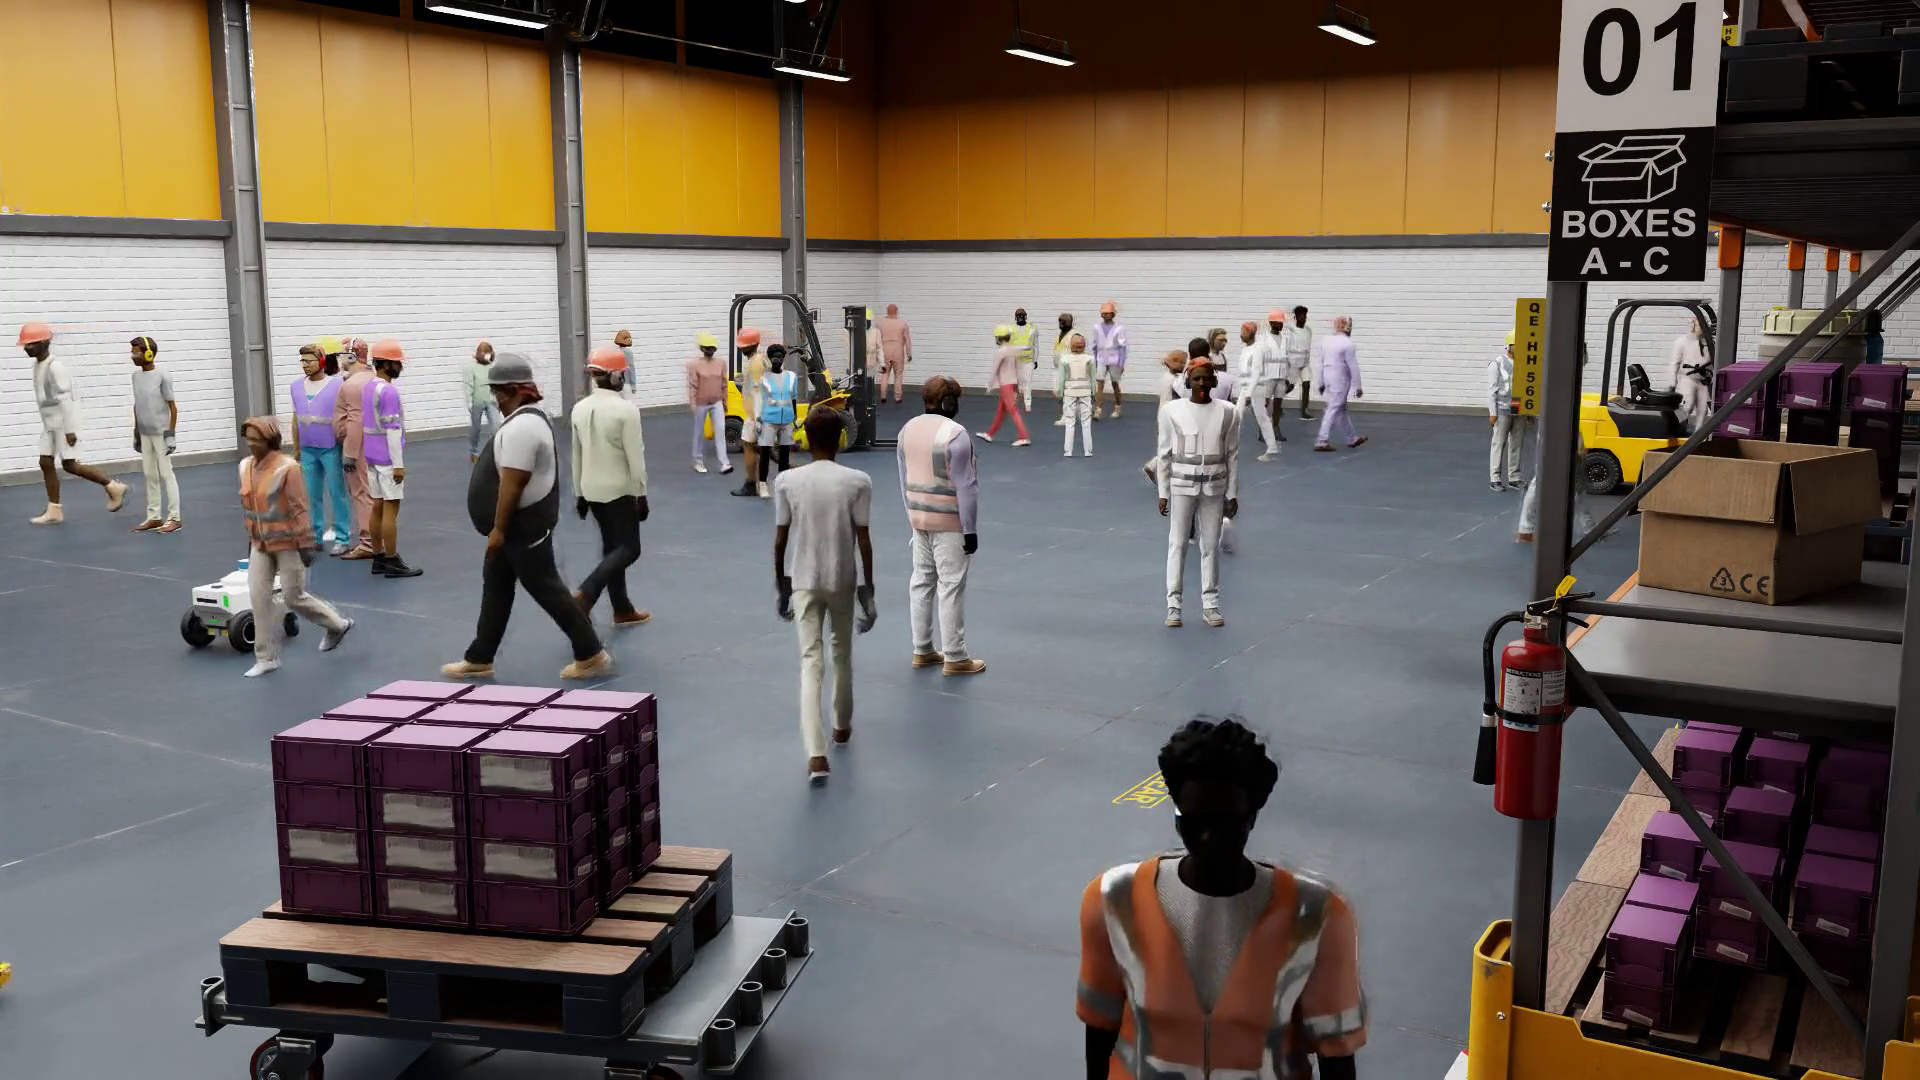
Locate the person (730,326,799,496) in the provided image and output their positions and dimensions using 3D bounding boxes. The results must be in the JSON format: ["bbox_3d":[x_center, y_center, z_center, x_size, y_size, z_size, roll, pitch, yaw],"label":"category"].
[{"bbox_3d":[-2.176,-1.407,18.264,0.665,1.893,0.566,0,9,-1],"label":"person"}]

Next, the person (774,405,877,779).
[{"bbox_3d":[-0.678,0.238,8.293,0.525,1.813,0.995,-1,9,-3],"label":"person"}]

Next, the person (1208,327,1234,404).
[{"bbox_3d":[3.038,-1.578,19.525,0.584,1.828,0.515,9,13,43],"label":"person"}]

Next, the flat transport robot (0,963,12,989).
[{"bbox_3d":[-3.528,1.532,4.965,0.652,0.197,1.431,-1,9,-3],"label":"flat transport robot"}]

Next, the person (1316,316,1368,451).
[{"bbox_3d":[5.347,-2.157,23.024,0.971,1.856,0.679,-3,10,-19],"label":"person"}]

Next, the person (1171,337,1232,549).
[{"bbox_3d":[2.179,-0.865,14.887,0.593,1.895,0.839,-2,9,-11],"label":"person"}]

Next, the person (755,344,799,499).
[{"bbox_3d":[-2.004,-1.295,18.168,0.540,1.697,0.317,-5,11,-30],"label":"person"}]

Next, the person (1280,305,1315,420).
[{"bbox_3d":[5.652,-2.993,28.053,0.606,1.936,0.876,-5,10,-28],"label":"person"}]

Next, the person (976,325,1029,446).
[{"bbox_3d":[0.616,-2.201,23.782,0.938,1.713,0.539,5,10,28],"label":"person"}]

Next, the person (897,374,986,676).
[{"bbox_3d":[-0.104,-0.093,10.226,0.429,1.844,0.627,-8,12,-41],"label":"person"}]

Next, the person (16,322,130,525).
[{"bbox_3d":[-8.778,-1.161,16.409,0.638,2.001,0.848,8,12,42],"label":"person"}]

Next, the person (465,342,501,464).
[{"bbox_3d":[-6.092,-1.736,21.270,0.510,1.591,0.865,-6,11,-31],"label":"person"}]

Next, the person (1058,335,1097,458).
[{"bbox_3d":[1.568,-1.911,22.193,0.514,1.642,0.310,0,9,1],"label":"person"}]

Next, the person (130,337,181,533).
[{"bbox_3d":[-7.650,-0.994,15.775,0.513,1.865,0.329,4,10,23],"label":"person"}]

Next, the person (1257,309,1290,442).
[{"bbox_3d":[4.597,-2.397,24.302,0.552,1.935,0.364,-4,10,-24],"label":"person"}]

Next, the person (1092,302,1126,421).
[{"bbox_3d":[2.508,-3.007,27.962,0.627,1.991,1.045,4,10,24],"label":"person"}]

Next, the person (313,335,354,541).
[{"bbox_3d":[-5.723,-0.965,15.507,0.618,1.899,0.754,6,11,34],"label":"person"}]

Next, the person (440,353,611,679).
[{"bbox_3d":[-2.610,-0.157,10.003,1.000,2.000,0.684,-2,9,-15],"label":"person"}]

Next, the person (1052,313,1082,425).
[{"bbox_3d":[1.769,-2.776,27.028,0.529,1.830,0.631,-5,10,-29],"label":"person"}]

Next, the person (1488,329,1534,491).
[{"bbox_3d":[6.247,-1.466,18.818,0.590,1.833,0.404,-3,10,-19],"label":"person"}]

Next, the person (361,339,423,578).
[{"bbox_3d":[-4.628,-0.660,13.492,0.385,1.929,0.547,-7,12,-39],"label":"person"}]

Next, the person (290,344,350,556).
[{"bbox_3d":[-5.549,-0.775,14.507,0.581,1.840,0.391,2,9,14],"label":"person"}]

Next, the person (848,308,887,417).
[{"bbox_3d":[-1.582,-2.979,28.170,0.596,1.868,0.980,-7,11,-35],"label":"person"}]

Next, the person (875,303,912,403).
[{"bbox_3d":[-1.268,-3.524,31.466,0.680,1.903,0.405,2,9,10],"label":"person"}]

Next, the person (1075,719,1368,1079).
[{"bbox_3d":[0.490,1.128,3.186,0.540,1.661,0.851,2,9,10],"label":"person"}]

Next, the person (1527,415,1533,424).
[{"bbox_3d":[9.452,-2.815,27.231,0.587,1.835,0.404,0,9,2],"label":"person"}]

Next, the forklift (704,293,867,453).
[{"bbox_3d":[-2.458,-2.344,23.176,2.313,2.155,1.214,0,9,-2],"label":"forklift"}]

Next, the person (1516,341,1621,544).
[{"bbox_3d":[5.498,-0.873,14.900,0.973,1.893,0.630,4,10,21],"label":"person"}]

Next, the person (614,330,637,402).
[{"bbox_3d":[-4.939,-2.280,24.521,0.497,1.633,0.283,8,12,42],"label":"person"}]

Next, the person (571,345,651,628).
[{"bbox_3d":[-2.414,-0.332,11.297,0.626,1.977,0.745,7,12,38],"label":"person"}]

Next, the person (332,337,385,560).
[{"bbox_3d":[-5.189,-0.788,14.356,0.410,1.909,0.643,-1,9,-5],"label":"person"}]

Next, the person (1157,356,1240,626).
[{"bbox_3d":[1.658,-0.333,11.594,0.575,1.883,0.355,0,9,-3],"label":"person"}]

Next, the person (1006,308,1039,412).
[{"bbox_3d":[1.082,-3.194,29.578,0.633,1.841,0.429,1,9,3],"label":"person"}]

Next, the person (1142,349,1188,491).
[{"bbox_3d":[2.333,-1.338,18.692,0.454,1.610,0.543,2,9,13],"label":"person"}]

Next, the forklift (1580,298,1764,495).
[{"bbox_3d":[7.954,-1.589,18.462,2.313,2.155,1.214,5,11,30],"label":"forklift"}]

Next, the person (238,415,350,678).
[{"bbox_3d":[-4.148,0.013,10.276,0.557,1.608,0.636,4,10,24],"label":"person"}]

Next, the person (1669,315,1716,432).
[{"bbox_3d":[10.336,-2.217,23.334,0.668,1.888,0.423,1,9,5],"label":"person"}]

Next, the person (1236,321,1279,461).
[{"bbox_3d":[3.738,-1.919,21.658,0.995,1.829,0.598,-2,9,-12],"label":"person"}]

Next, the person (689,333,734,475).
[{"bbox_3d":[-3.049,-1.648,20.259,0.548,1.723,0.884,-5,11,-30],"label":"person"}]

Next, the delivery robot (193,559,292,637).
[{"bbox_3d":[-4.715,0.370,11.042,0.477,0.478,0.707,4,10,23],"label":"delivery robot"}]
